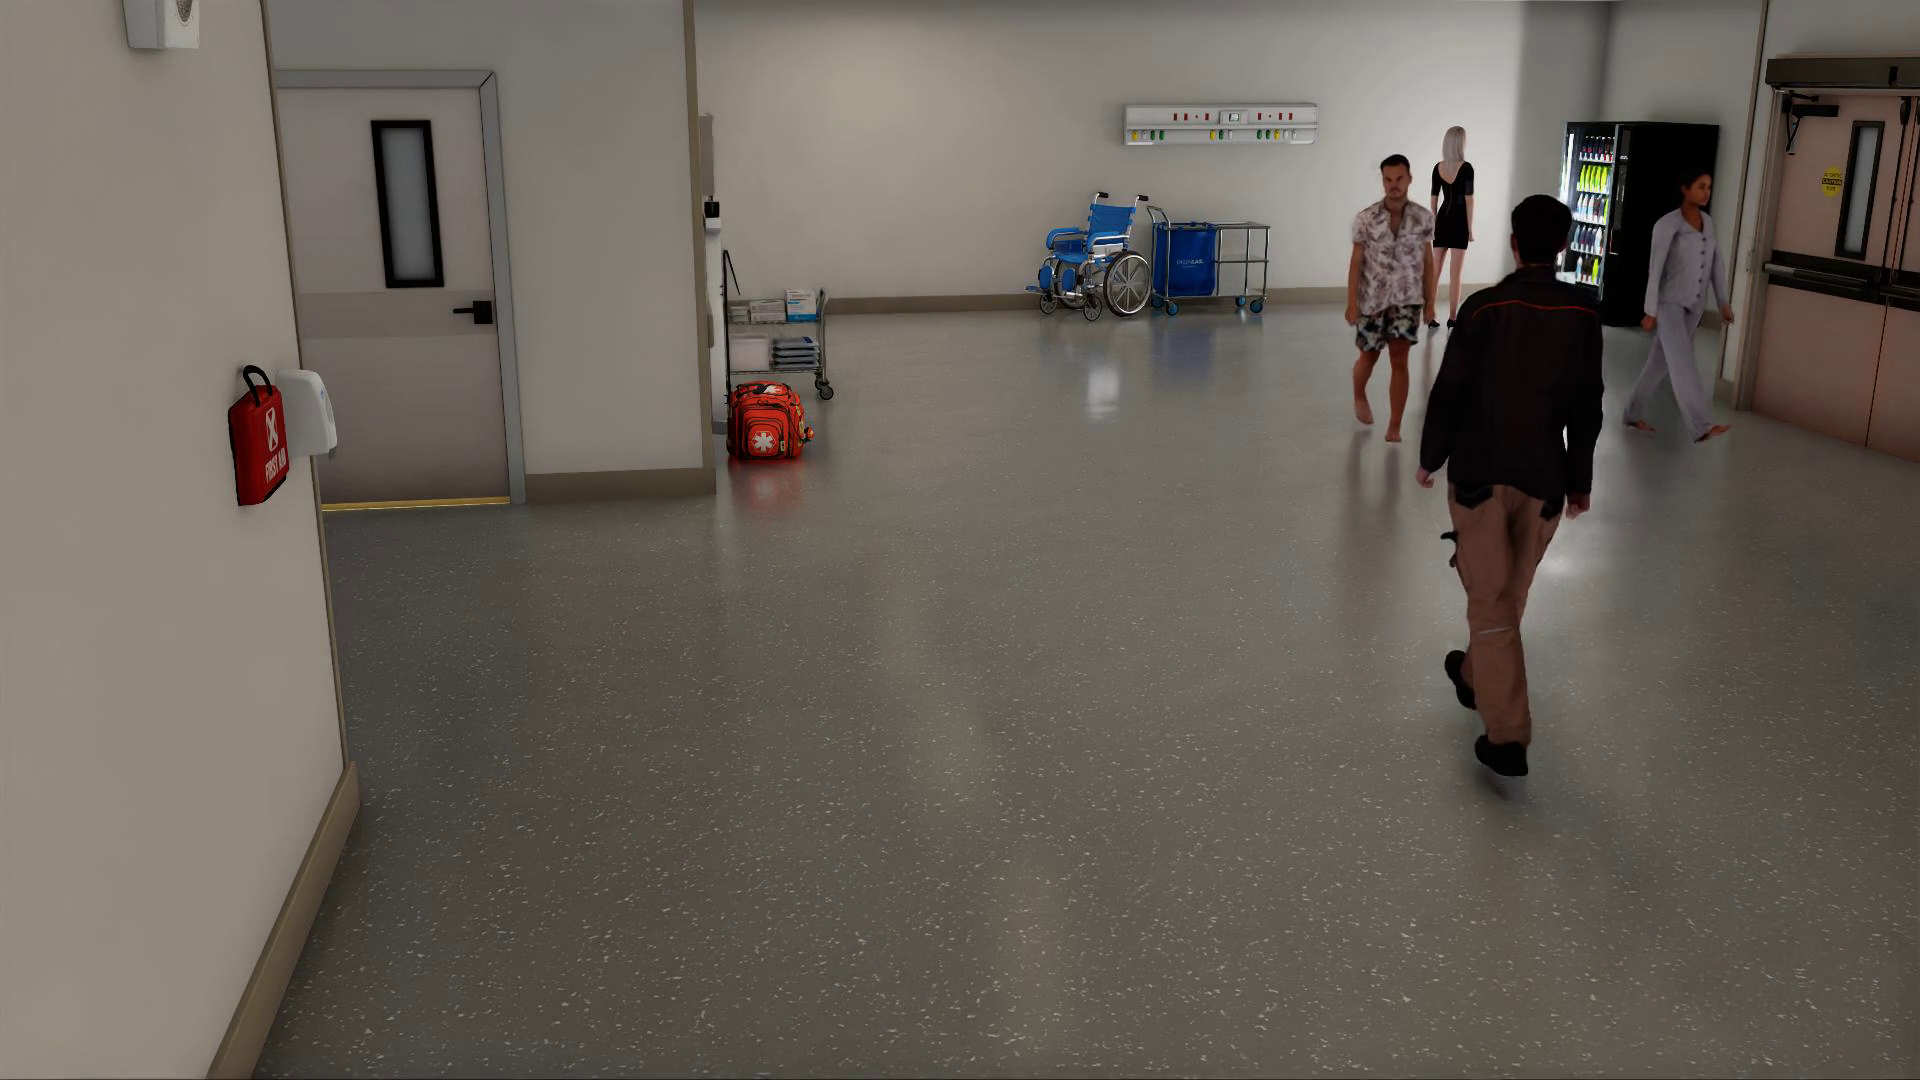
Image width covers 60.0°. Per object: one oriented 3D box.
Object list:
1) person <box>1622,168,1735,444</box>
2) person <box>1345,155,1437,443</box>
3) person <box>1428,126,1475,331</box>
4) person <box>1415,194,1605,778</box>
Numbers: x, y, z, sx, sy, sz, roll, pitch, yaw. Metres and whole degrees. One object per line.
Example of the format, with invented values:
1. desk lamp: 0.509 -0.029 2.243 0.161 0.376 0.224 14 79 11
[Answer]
1. person: 4.512 -1.479 10.616 0.863 1.686 1.219 -8 18 -26
2. person: 2.749 -1.561 10.721 0.969 1.786 1.226 2 16 7
3. person: 4.486 -2.846 15.199 0.710 1.830 0.611 -15 22 -43
4. person: 1.827 -0.140 5.513 0.774 1.877 1.250 -1 16 -3
